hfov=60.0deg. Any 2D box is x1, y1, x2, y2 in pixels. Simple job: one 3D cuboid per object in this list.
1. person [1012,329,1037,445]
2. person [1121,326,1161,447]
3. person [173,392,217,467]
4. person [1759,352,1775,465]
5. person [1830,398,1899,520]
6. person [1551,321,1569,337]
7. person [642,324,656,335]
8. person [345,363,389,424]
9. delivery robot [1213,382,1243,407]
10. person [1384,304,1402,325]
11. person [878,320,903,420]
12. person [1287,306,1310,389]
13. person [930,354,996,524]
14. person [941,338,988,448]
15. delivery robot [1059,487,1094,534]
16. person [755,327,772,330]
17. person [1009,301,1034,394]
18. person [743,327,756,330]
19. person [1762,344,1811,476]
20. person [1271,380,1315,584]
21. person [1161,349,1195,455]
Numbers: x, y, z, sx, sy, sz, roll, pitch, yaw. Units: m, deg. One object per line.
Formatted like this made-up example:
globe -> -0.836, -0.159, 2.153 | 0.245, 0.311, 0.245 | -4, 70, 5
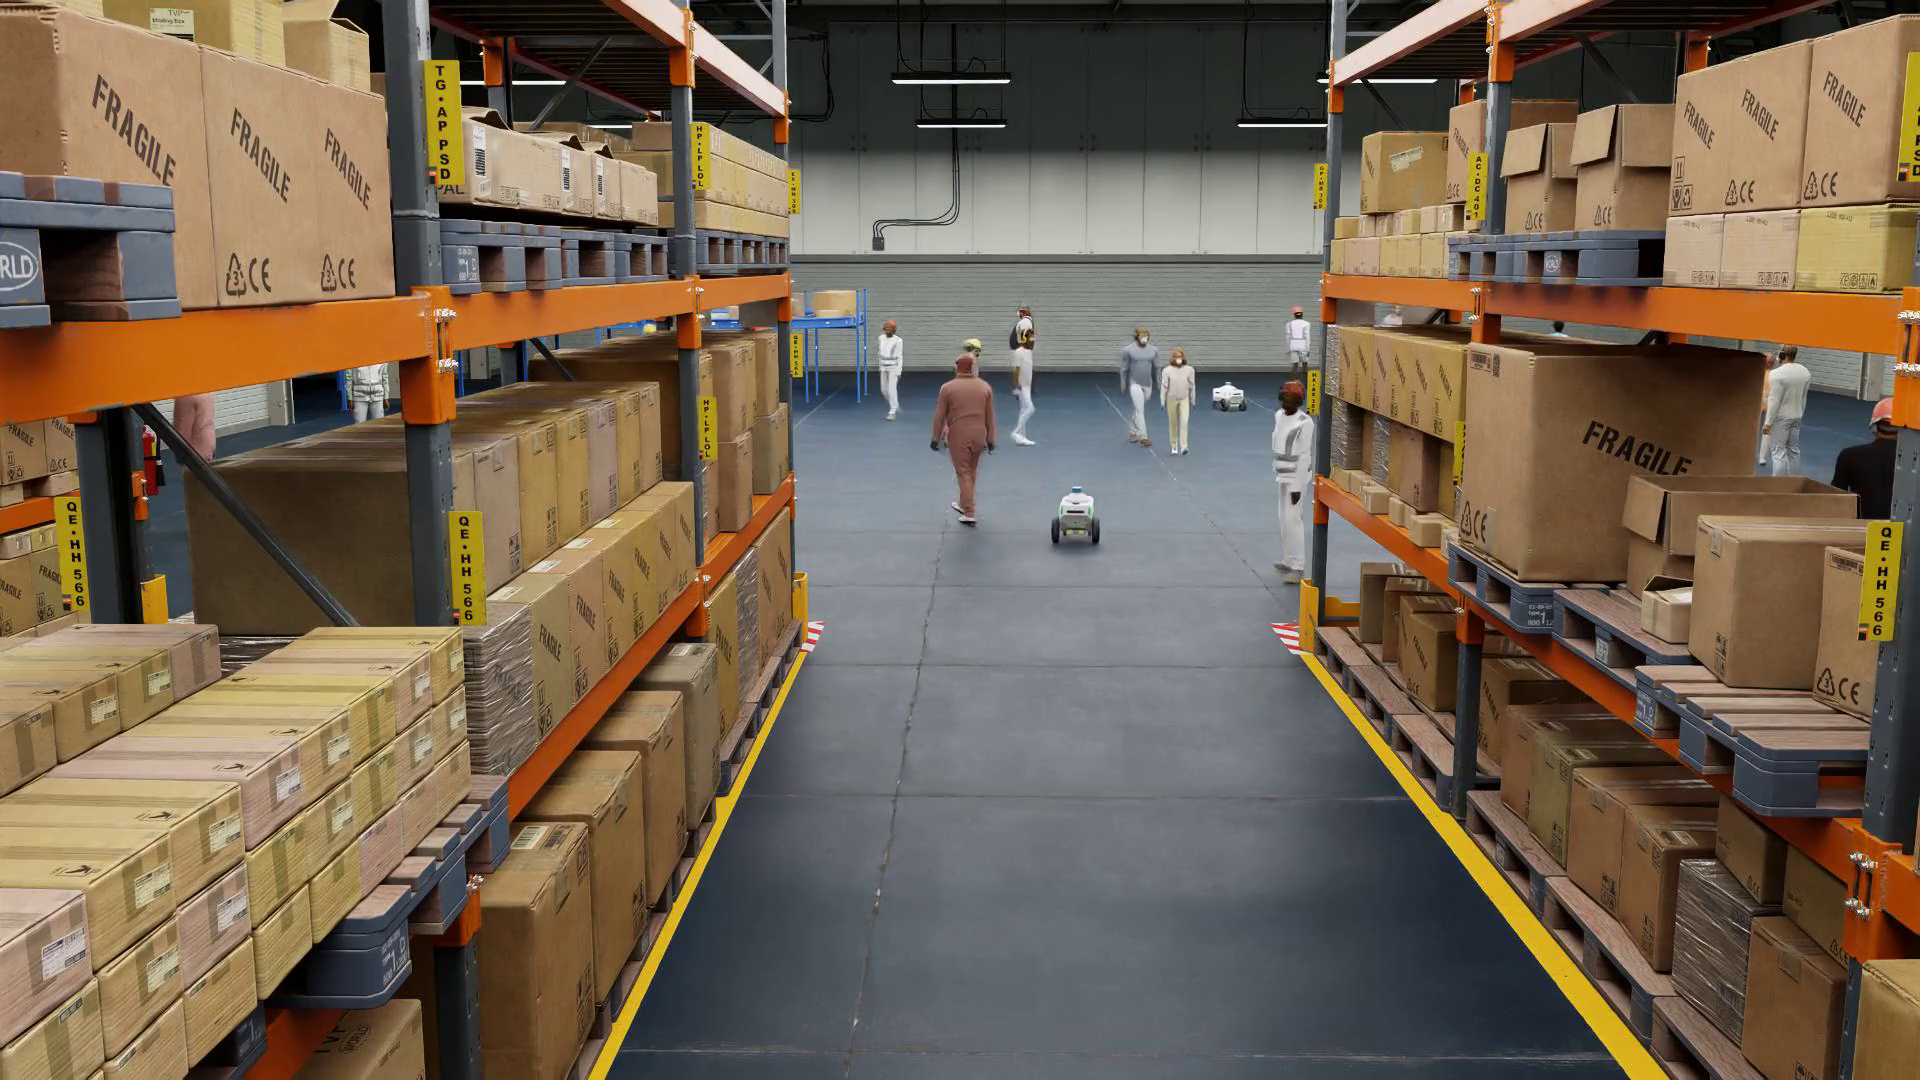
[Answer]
person -> 1.061, -2.428, 26.438 | 0.400, 1.855, 0.561 | 4, 10, 24
person -> 2.888, -2.477, 26.643 | 0.645, 1.896, 1.005 | -3, 10, -18
person -> -8.210, -0.997, 17.918 | 0.555, 1.855, 0.814 | -1, 10, -5
person -> 11.566, -1.889, 23.919 | 0.513, 1.626, 0.376 | 5, 11, 29
person -> 6.571, -0.047, 11.960 | 0.626, 1.941, 1.046 | 3, 10, 15
person -> 12.774, -3.860, 35.589 | 0.548, 1.645, 0.864 | 5, 11, 28
person -> -4.965, -2.608, 27.388 | 0.616, 1.902, 0.618 | 4, 10, 23
person -> -8.466, -2.030, 23.782 | 0.605, 1.948, 0.385 | -6, 11, -33
delivery robot -> 5.297, -2.875, 32.858 | 0.477, 0.478, 0.707 | -3, 10, -20
person -> 10.917, -4.948, 41.458 | 0.685, 1.878, 0.773 | -1, 10, -7
person -> -1.238, -3.151, 30.804 | 0.640, 1.847, 0.628 | 8, 12, 39
person -> 7.737, -4.384, 38.012 | 0.572, 1.899, 0.605 | 5, 11, 28
person -> 0.006, -1.152, 18.777 | 0.659, 1.861, 0.935 | -5, 11, -29
person -> 0.073, -2.291, 26.014 | 0.757, 1.713, 0.569 | -2, 10, -10
delivery robot -> 1.231, -0.318, 17.538 | 0.477, 0.478, 0.707 | 1, 10, 6
person -> -2.961, -2.332, 25.297 | 0.608, 2.047, 0.365 | -7, 12, -35
person -> 1.369, -4.263, 37.007 | 0.538, 2.000, 0.684 | 2, 10, 10
person -> -3.819, -3.066, 30.295 | 0.571, 1.843, 0.372 | 0, 9, 0
person -> 10.108, -1.461, 20.403 | 0.627, 1.940, 0.371 | -4, 10, -25
person -> 3.020, -0.549, 15.224 | 0.389, 1.851, 0.751 | -2, 10, -12
person -> 3.286, -2.069, 25.046 | 0.526, 1.588, 0.848 | 1, 10, 4
